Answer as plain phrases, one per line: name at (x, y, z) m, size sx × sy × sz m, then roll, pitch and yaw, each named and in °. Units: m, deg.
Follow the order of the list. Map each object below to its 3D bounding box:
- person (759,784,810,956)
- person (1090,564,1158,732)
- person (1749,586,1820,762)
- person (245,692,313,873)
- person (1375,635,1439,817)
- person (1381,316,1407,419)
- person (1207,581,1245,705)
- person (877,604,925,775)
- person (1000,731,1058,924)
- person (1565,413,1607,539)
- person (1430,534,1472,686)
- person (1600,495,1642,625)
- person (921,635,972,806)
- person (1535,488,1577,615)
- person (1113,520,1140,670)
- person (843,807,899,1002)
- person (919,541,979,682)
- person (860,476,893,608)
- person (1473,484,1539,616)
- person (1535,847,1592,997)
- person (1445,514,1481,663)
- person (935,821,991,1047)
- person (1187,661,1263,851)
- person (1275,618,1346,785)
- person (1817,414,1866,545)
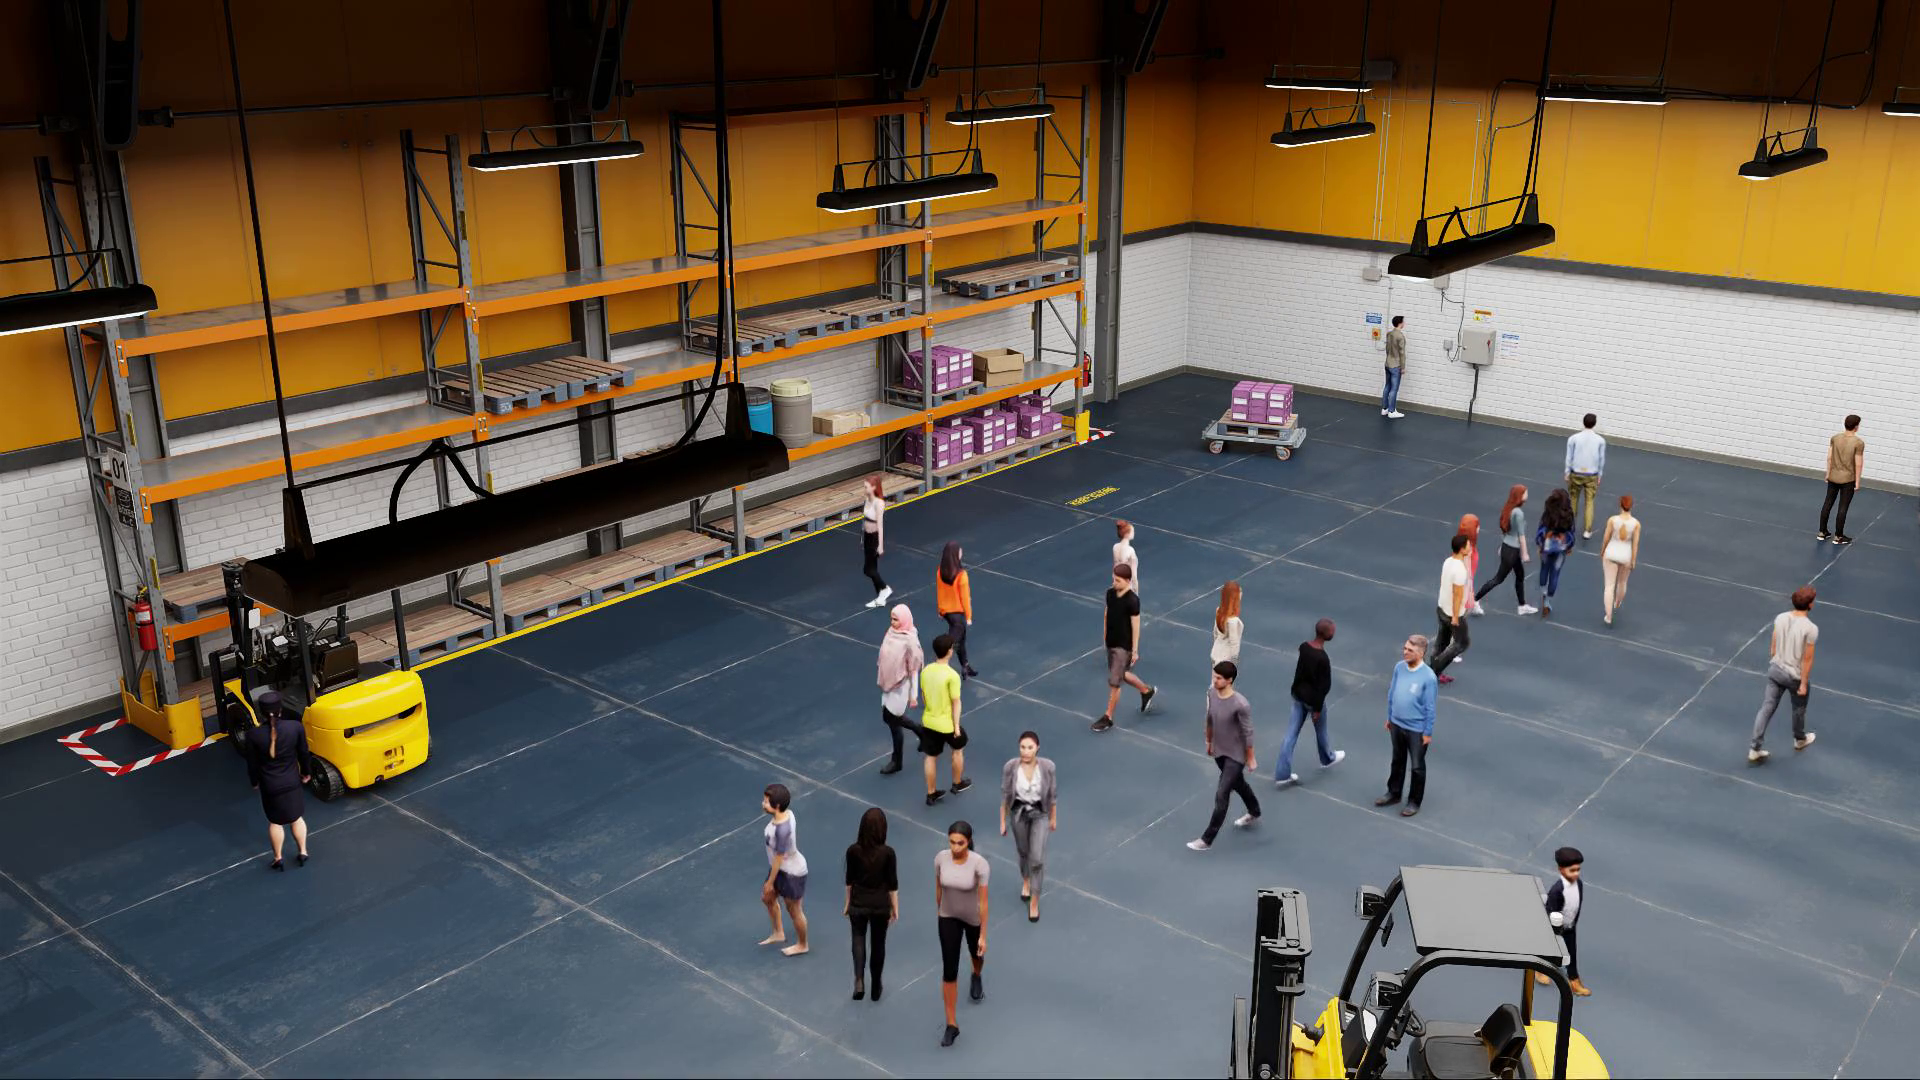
person at (-1.339, 2.674, 13.513) m, size 0.764 × 1.551 × 0.703 m, roll -4°, pitch 19°, yaw -12°
person at (1.791, 1.110, 17.716) m, size 1.227 × 1.834 × 0.901 m, roll -11°, pitch 22°, yaw -30°
person at (8.326, 1.395, 16.850) m, size 1.272 × 1.847 × 0.948 m, roll -11°, pitch 21°, yaw -29°
person at (-6.071, 2.162, 14.849) m, size 0.679 × 1.670 × 0.823 m, roll -11°, pitch 22°, yaw -30°
person at (4.307, 1.738, 15.878) m, size 0.635 × 1.817 × 0.706 m, roll -14°, pitch 23°, yaw -35°
person at (7.934, -3.186, 30.424) m, size 0.781 × 1.864 × 0.785 m, roll -6°, pitch 19°, yaw -16°
person at (2.780, 1.250, 17.492) m, size 0.719 × 1.712 × 0.686 m, roll -5°, pitch 19°, yaw -15°
person at (-0.539, 1.478, 16.696) m, size 0.975 × 1.787 × 0.780 m, roll -13°, pitch 22°, yaw -33°
person at (0.606, 2.369, 14.268) m, size 0.892 × 1.647 × 1.011 m, roll 3°, pitch 19°, yaw 8°
person at (8.936, -0.931, 23.814) m, size 0.748 × 1.810 × 0.703 m, roll 6°, pitch 20°, yaw 18°
person at (5.441, 0.802, 18.693) m, size 0.870 × 1.795 × 0.814 m, roll -3°, pitch 19°, yaw -8°
person at (8.140, 0.268, 20.585) m, size 0.806 × 1.599 × 1.114 m, roll 7°, pitch 20°, yaw 19°
person at (-0.217, 1.762, 16.002) m, size 0.707 × 1.692 × 0.831 m, roll 12°, pitch 22°, yaw 32°
person at (7.469, 0.158, 20.929) m, size 0.745 × 1.586 × 0.980 m, roll 10°, pitch 21°, yaw 27°
person at (1.886, 0.622, 19.234) m, size 0.630 × 1.790 × 0.641 m, roll -9°, pitch 21°, yaw -25°
person at (-0.704, 2.866, 12.825) m, size 0.777 × 1.627 × 0.849 m, roll 1°, pitch 19°, yaw 3°
person at (-0.128, 0.868, 18.621) m, size 1.159 × 1.715 × 0.785 m, roll -14°, pitch 23°, yaw -35°
person at (-1.013, 0.024, 21.101) m, size 0.748 × 1.731 × 0.711 m, roll -10°, pitch 21°, yaw -27°
person at (6.778, 0.174, 20.699) m, size 1.099 × 1.704 × 1.137 m, roll 1°, pitch 19°, yaw 3°
person at (4.706, 2.974, 13.170) m, size 0.783 × 1.203 × 0.762 m, roll -7°, pitch 20°, yaw -21°
person at (5.739, 0.565, 19.364) m, size 0.825 × 1.815 × 0.749 m, roll 1°, pitch 19°, yaw 4°
person at (0.058, 2.879, 12.673) m, size 0.967 × 1.700 × 1.263 m, roll 5°, pitch 19°, yaw 14°
person at (2.551, 1.954, 15.288) m, size 1.322 × 1.784 × 0.987 m, roll -10°, pitch 21°, yaw -28°
person at (3.376, 1.622, 16.419) m, size 1.218 × 1.690 × 0.820 m, roll -11°, pitch 22°, yaw -31°
person at (12.515, -0.881, 23.601) m, size 0.696 × 1.851 × 0.735 m, roll -10°, pitch 21°, yaw -28°
